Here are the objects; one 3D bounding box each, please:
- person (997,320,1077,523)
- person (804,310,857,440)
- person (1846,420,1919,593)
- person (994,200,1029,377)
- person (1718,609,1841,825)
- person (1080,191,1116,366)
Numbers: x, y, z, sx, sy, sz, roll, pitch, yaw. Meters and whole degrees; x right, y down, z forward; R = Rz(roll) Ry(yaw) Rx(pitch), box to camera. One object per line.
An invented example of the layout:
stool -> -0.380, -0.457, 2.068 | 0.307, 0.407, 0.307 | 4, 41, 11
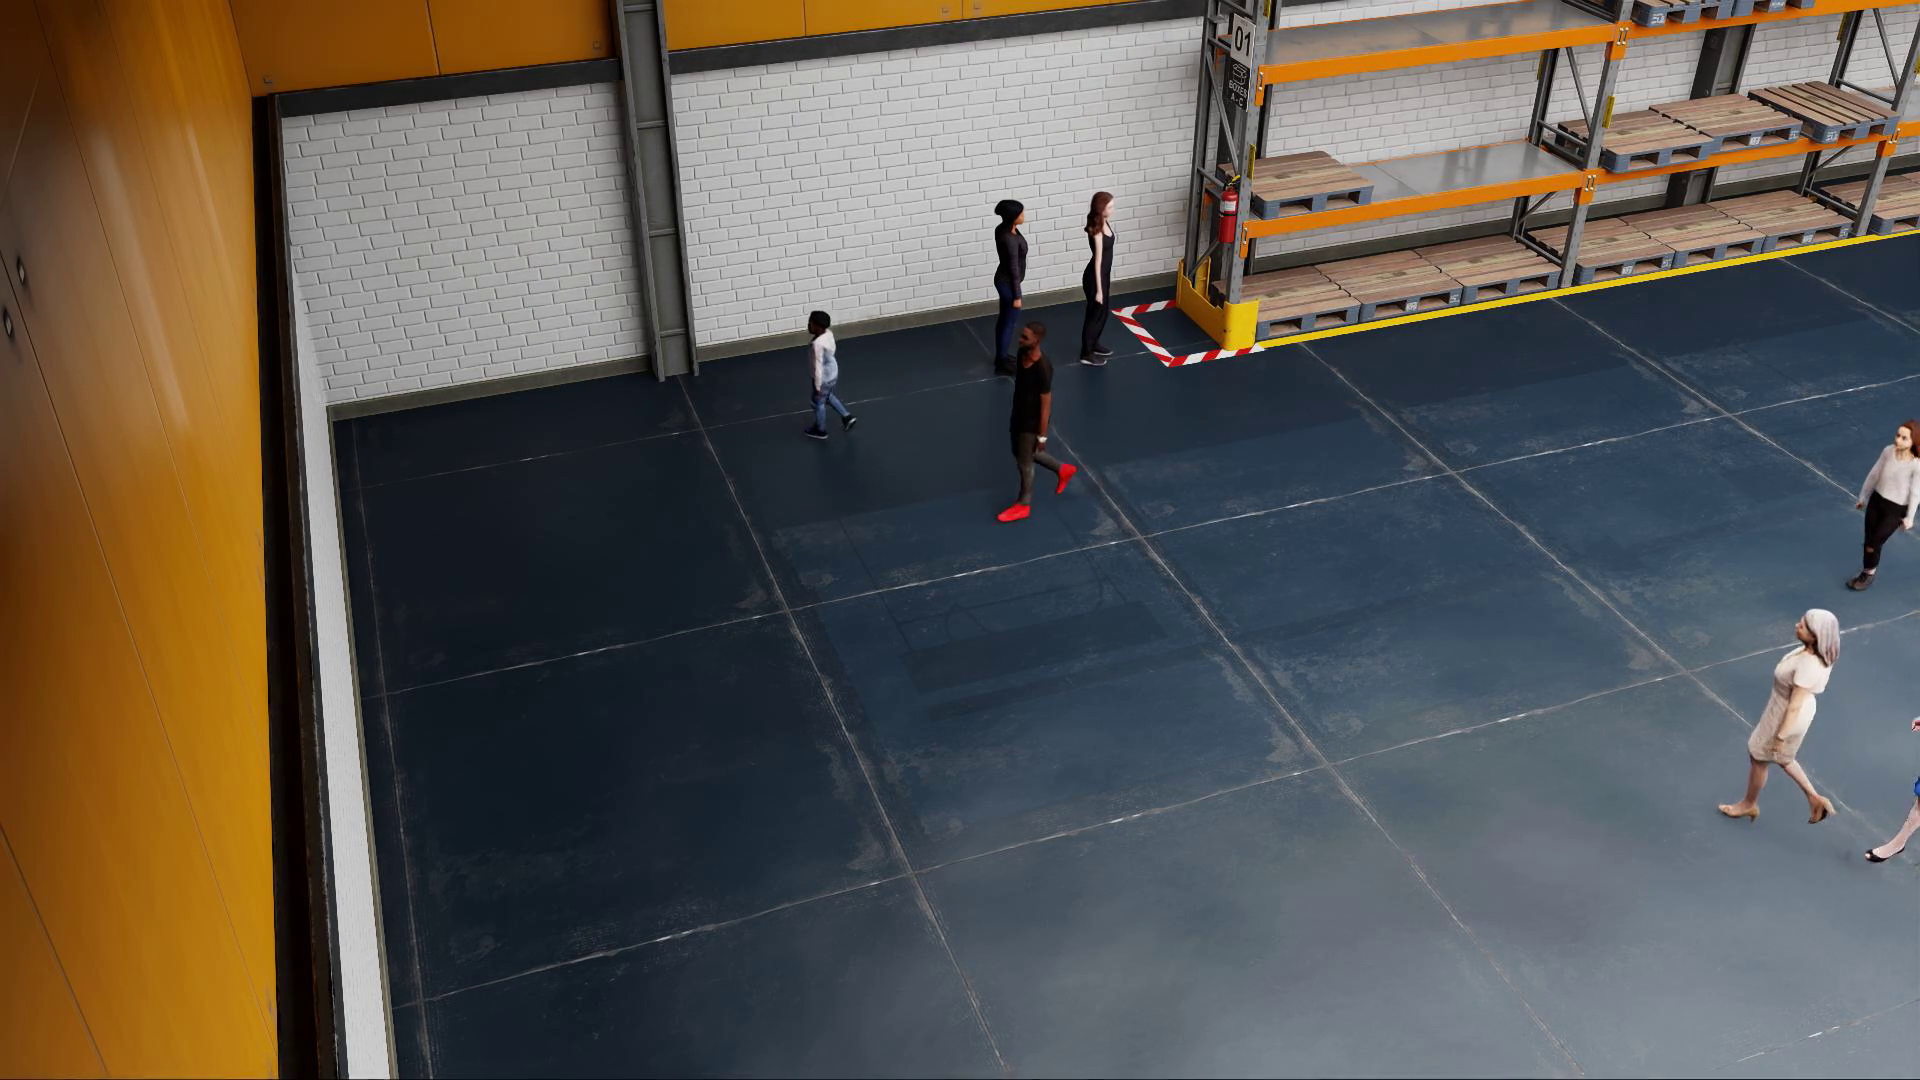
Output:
person -> 0.648, -0.990, 13.524 | 0.949, 1.790, 0.649 | -12, 35, -17
person -> -1.158, -1.457, 14.713 | 0.779, 1.252, 0.702 | 11, 35, 16
person -> 7.143, -0.267, 12.720 | 0.529, 1.475, 0.582 | -14, 36, -20
person -> 0.446, -2.378, 15.652 | 0.596, 1.747, 0.660 | -5, 34, -7
person -> 5.240, 1.171, 10.338 | 0.928, 1.719, 0.930 | 23, 40, 30
person -> 1.295, -2.500, 15.840 | 0.698, 1.742, 0.674 | 8, 34, 11
